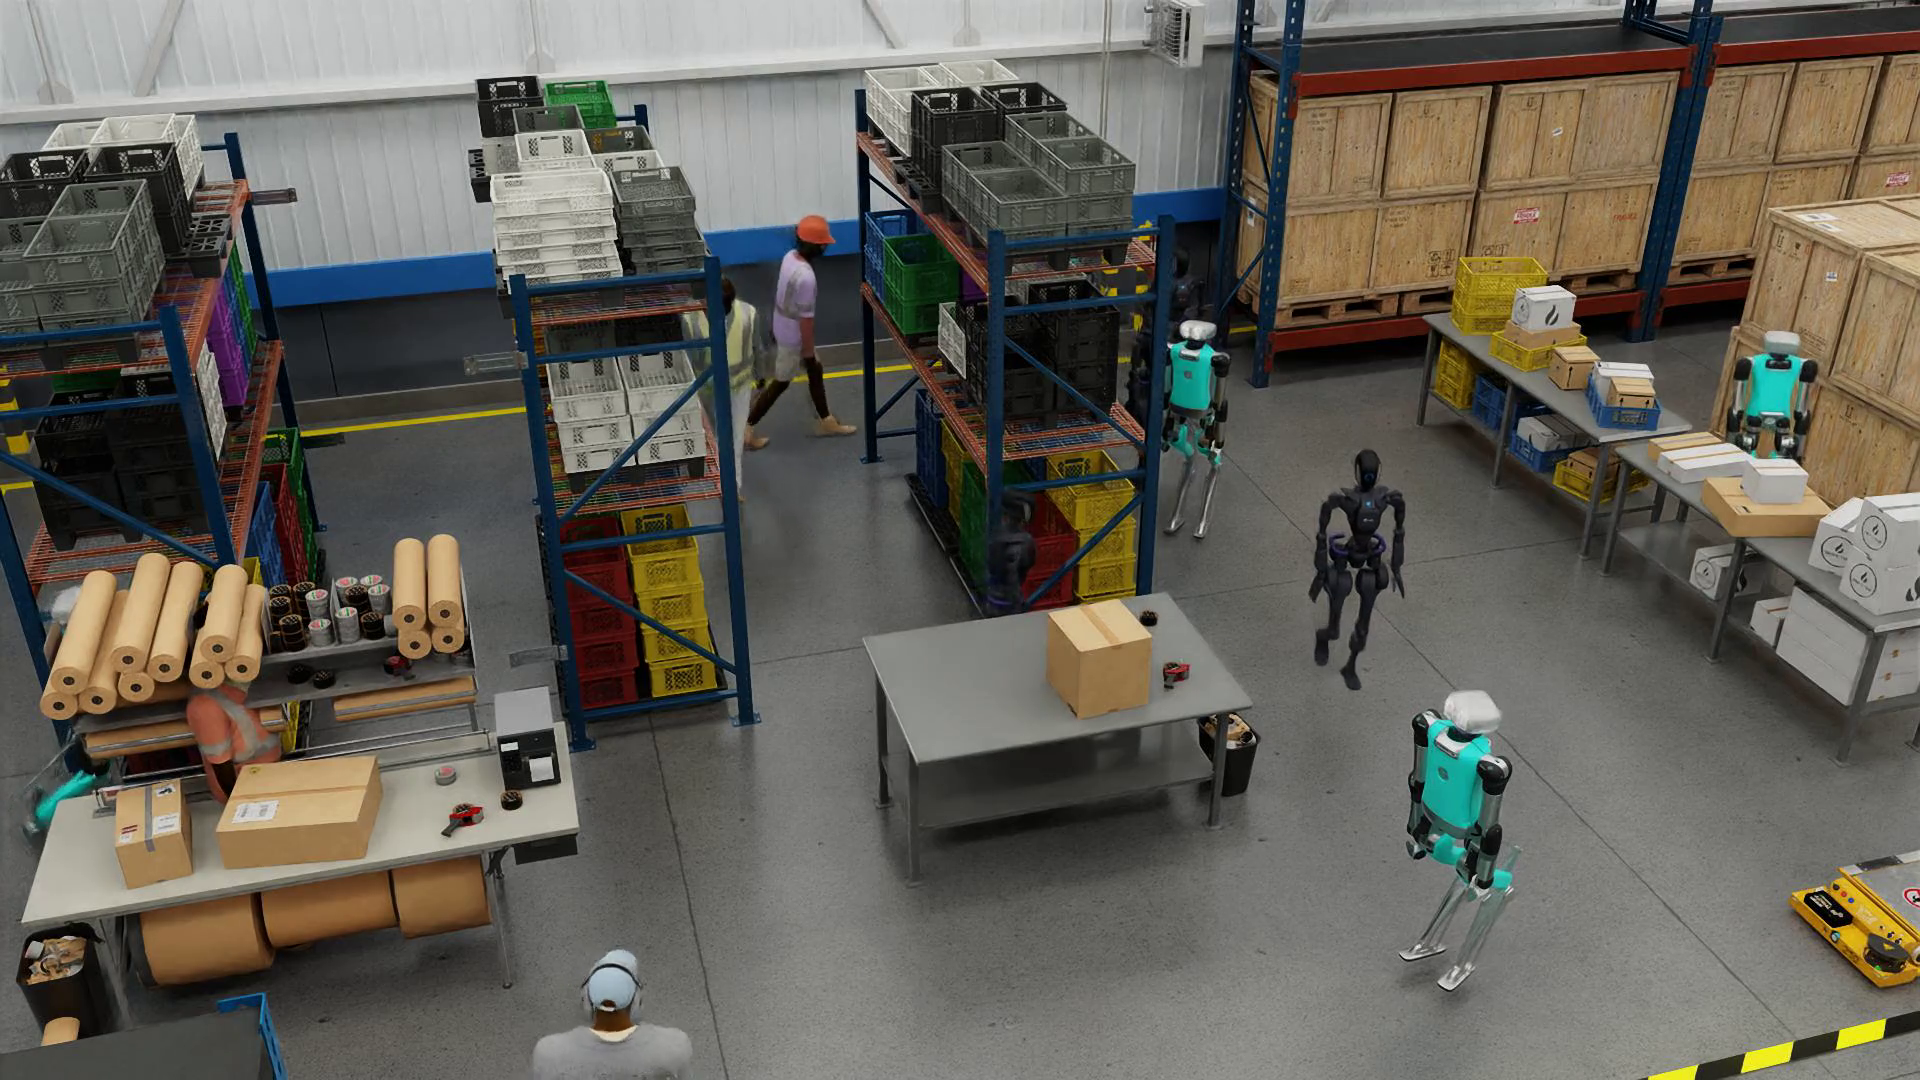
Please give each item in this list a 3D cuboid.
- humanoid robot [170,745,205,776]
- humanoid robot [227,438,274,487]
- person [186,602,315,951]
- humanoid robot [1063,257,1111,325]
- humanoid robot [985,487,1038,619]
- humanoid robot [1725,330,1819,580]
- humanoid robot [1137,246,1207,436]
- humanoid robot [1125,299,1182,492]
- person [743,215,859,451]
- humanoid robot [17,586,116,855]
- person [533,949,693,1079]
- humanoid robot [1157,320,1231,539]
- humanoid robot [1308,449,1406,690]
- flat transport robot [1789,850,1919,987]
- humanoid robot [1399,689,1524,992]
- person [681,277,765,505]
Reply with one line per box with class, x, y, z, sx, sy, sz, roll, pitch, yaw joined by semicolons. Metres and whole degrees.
humanoid robot;-3.772;1.138;8.636;0.594;1.647;0.456;3;29;5
humanoid robot;-5.779;-1.035;12.627;0.785;1.623;0.602;-3;29;-6
person;-3.538;1.166;8.287;0.375;1.957;0.601;-5;29;-8
humanoid robot;1.112;-2.363;14.797;0.735;1.677;0.533;-23;36;-35
humanoid robot;0.216;0.441;9.927;0.606;1.637;0.613;0;29;-1
humanoid robot;5.603;-0.482;11.597;0.555;1.857;0.740;6;29;11
humanoid robot;1.737;-1.649;13.703;0.609;1.635;0.439;-8;30;-15
humanoid robot;1.472;-1.123;12.752;0.584;1.643;0.425;-24;37;-36
person;-1.399;-1.667;13.436;1.048;1.973;0.641;-6;29;-11
humanoid robot;-4.731;1.088;8.700;0.918;1.791;0.540;-7;29;-12
person;-1.283;2.314;6.345;0.595;1.819;0.833;-7;30;-12
humanoid robot;1.738;-0.853;12.110;0.531;1.722;0.723;14;32;24
humanoid robot;2.486;0.156;10.421;0.600;1.646;0.414;-1;29;-3
flat transport robot;5.163;1.916;8.676;1.431;0.231;0.659;-8;30;-14
humanoid robot;2.483;1.395;7.963;0.735;1.673;0.533;-17;33;-28
person;-1.810;-1.191;12.764;0.647;1.782;0.970;-4;29;-6
